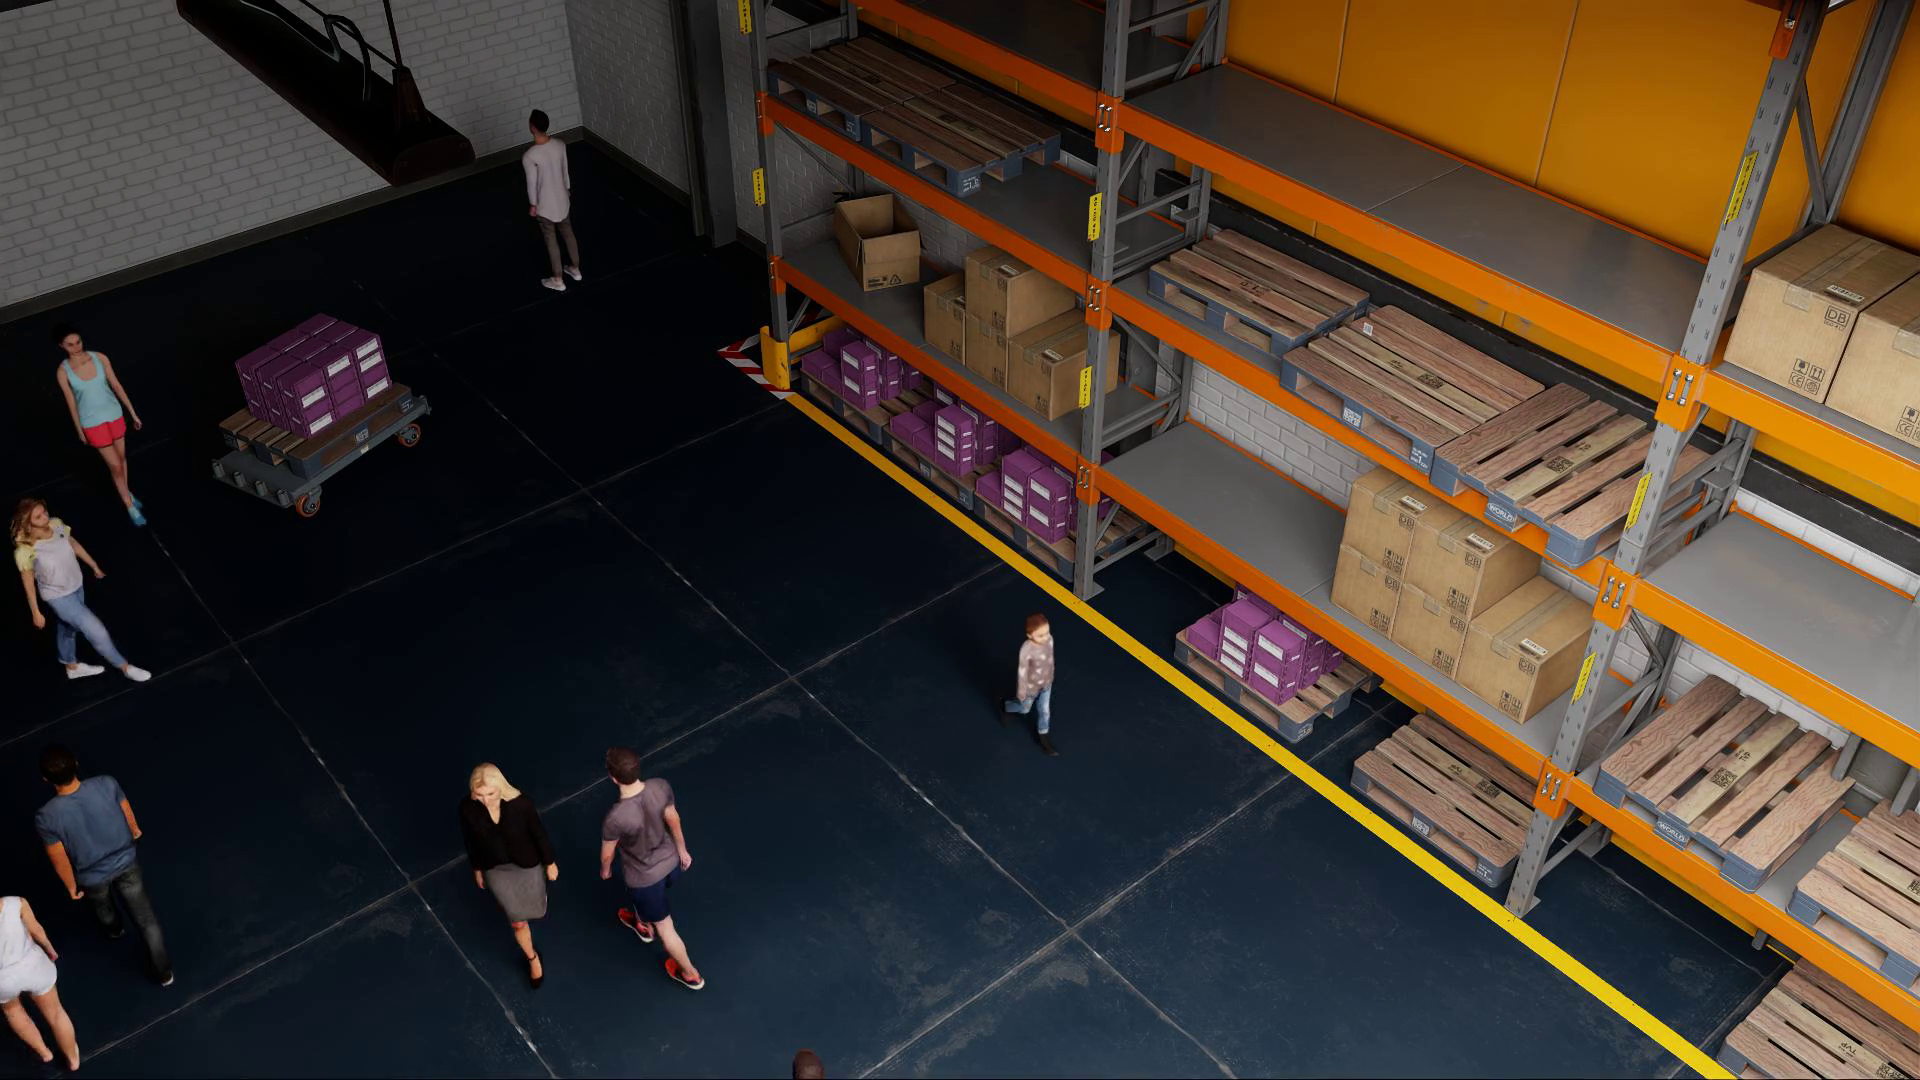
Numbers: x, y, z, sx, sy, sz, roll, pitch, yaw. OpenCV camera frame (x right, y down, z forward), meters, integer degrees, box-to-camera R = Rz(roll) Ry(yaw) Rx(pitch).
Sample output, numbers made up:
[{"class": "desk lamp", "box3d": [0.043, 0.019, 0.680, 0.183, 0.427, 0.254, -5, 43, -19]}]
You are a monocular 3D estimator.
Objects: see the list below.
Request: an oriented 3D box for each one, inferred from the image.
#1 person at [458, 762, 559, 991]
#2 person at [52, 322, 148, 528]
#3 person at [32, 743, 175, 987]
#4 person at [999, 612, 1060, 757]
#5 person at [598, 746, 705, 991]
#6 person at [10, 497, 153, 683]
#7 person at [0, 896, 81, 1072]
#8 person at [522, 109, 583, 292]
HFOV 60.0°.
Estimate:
[{"class": "person", "box3d": [-2.585, 1.867, 9.677, 0.879, 1.821, 1.005, -3, 39, -3]}, {"class": "person", "box3d": [-6.893, -0.979, 13.296, 0.842, 1.751, 0.681, 24, 45, 27]}, {"class": "person", "box3d": [-4.909, 1.930, 9.634, 1.083, 1.776, 0.735, 31, 48, 33]}, {"class": "person", "box3d": [0.478, 0.934, 11.356, 0.491, 1.182, 0.777, -26, 46, -29]}, {"class": "person", "box3d": [-1.718, 1.953, 9.568, 1.069, 1.823, 0.804, 24, 44, 27]}, {"class": "person", "box3d": [-6.354, 0.388, 11.635, 1.103, 1.688, 1.043, 1, 39, 1]}, {"class": "person", "box3d": [-5.179, 2.431, 9.149, 0.581, 1.599, 0.564, -25, 45, -28]}, {"class": "person", "box3d": [-3.969, -3.315, 16.150, 0.649, 1.841, 0.718, 24, 45, 27]}]
